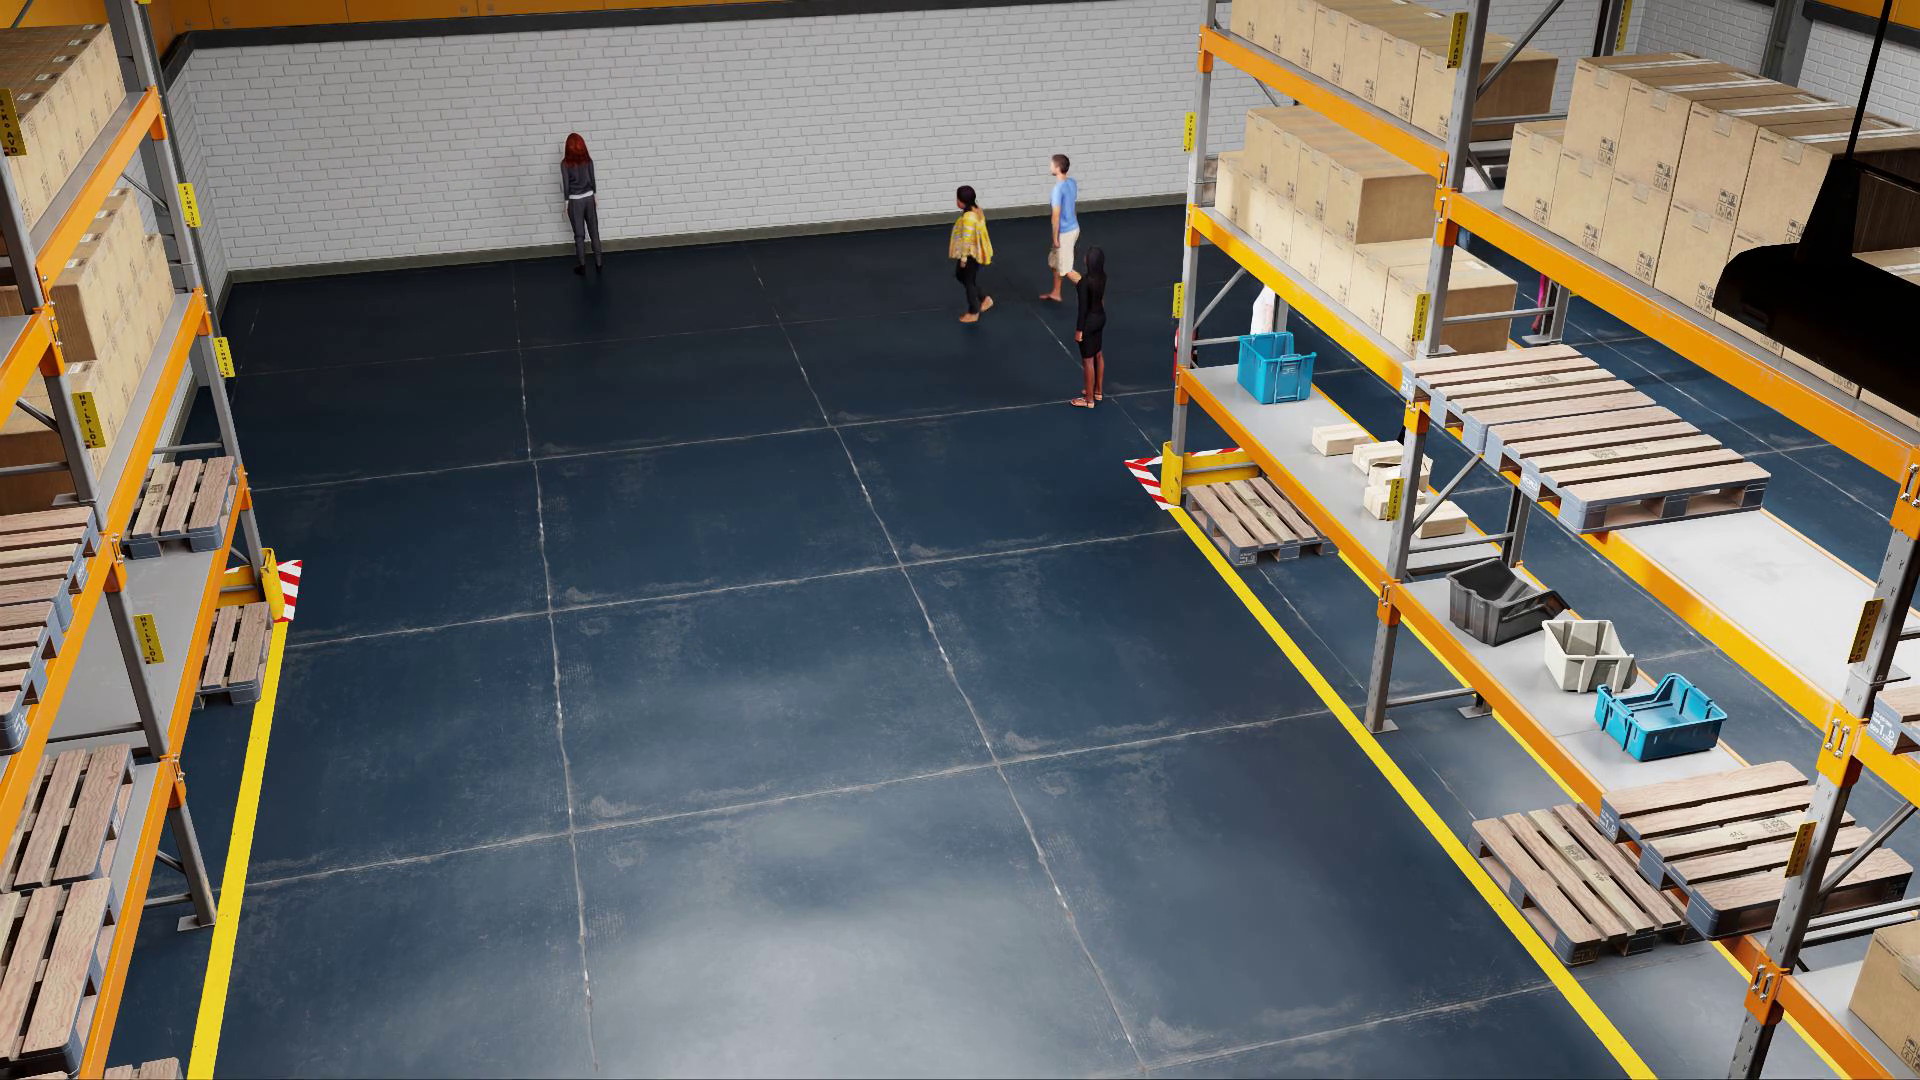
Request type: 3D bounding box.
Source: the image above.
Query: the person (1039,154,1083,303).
[{"bbox_3d":[1.322,-3.587,19.577,1.167,1.827,1.107,16,33,27],"label":"person"}]

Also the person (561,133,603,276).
[{"bbox_3d":[-4.722,-4.201,20.753,0.633,1.780,0.604,-17,33,-28],"label":"person"}]

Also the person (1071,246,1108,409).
[{"bbox_3d":[1.349,-2.210,17.165,0.727,1.719,0.681,17,33,28],"label":"person"}]

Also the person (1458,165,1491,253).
[{"bbox_3d":[6.438,-4.193,20.890,0.669,1.633,0.620,-11,31,-20],"label":"person"}]

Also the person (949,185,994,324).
[{"bbox_3d":[0.198,-3.287,19.222,0.869,1.640,0.792,2,29,5],"label":"person"}]
